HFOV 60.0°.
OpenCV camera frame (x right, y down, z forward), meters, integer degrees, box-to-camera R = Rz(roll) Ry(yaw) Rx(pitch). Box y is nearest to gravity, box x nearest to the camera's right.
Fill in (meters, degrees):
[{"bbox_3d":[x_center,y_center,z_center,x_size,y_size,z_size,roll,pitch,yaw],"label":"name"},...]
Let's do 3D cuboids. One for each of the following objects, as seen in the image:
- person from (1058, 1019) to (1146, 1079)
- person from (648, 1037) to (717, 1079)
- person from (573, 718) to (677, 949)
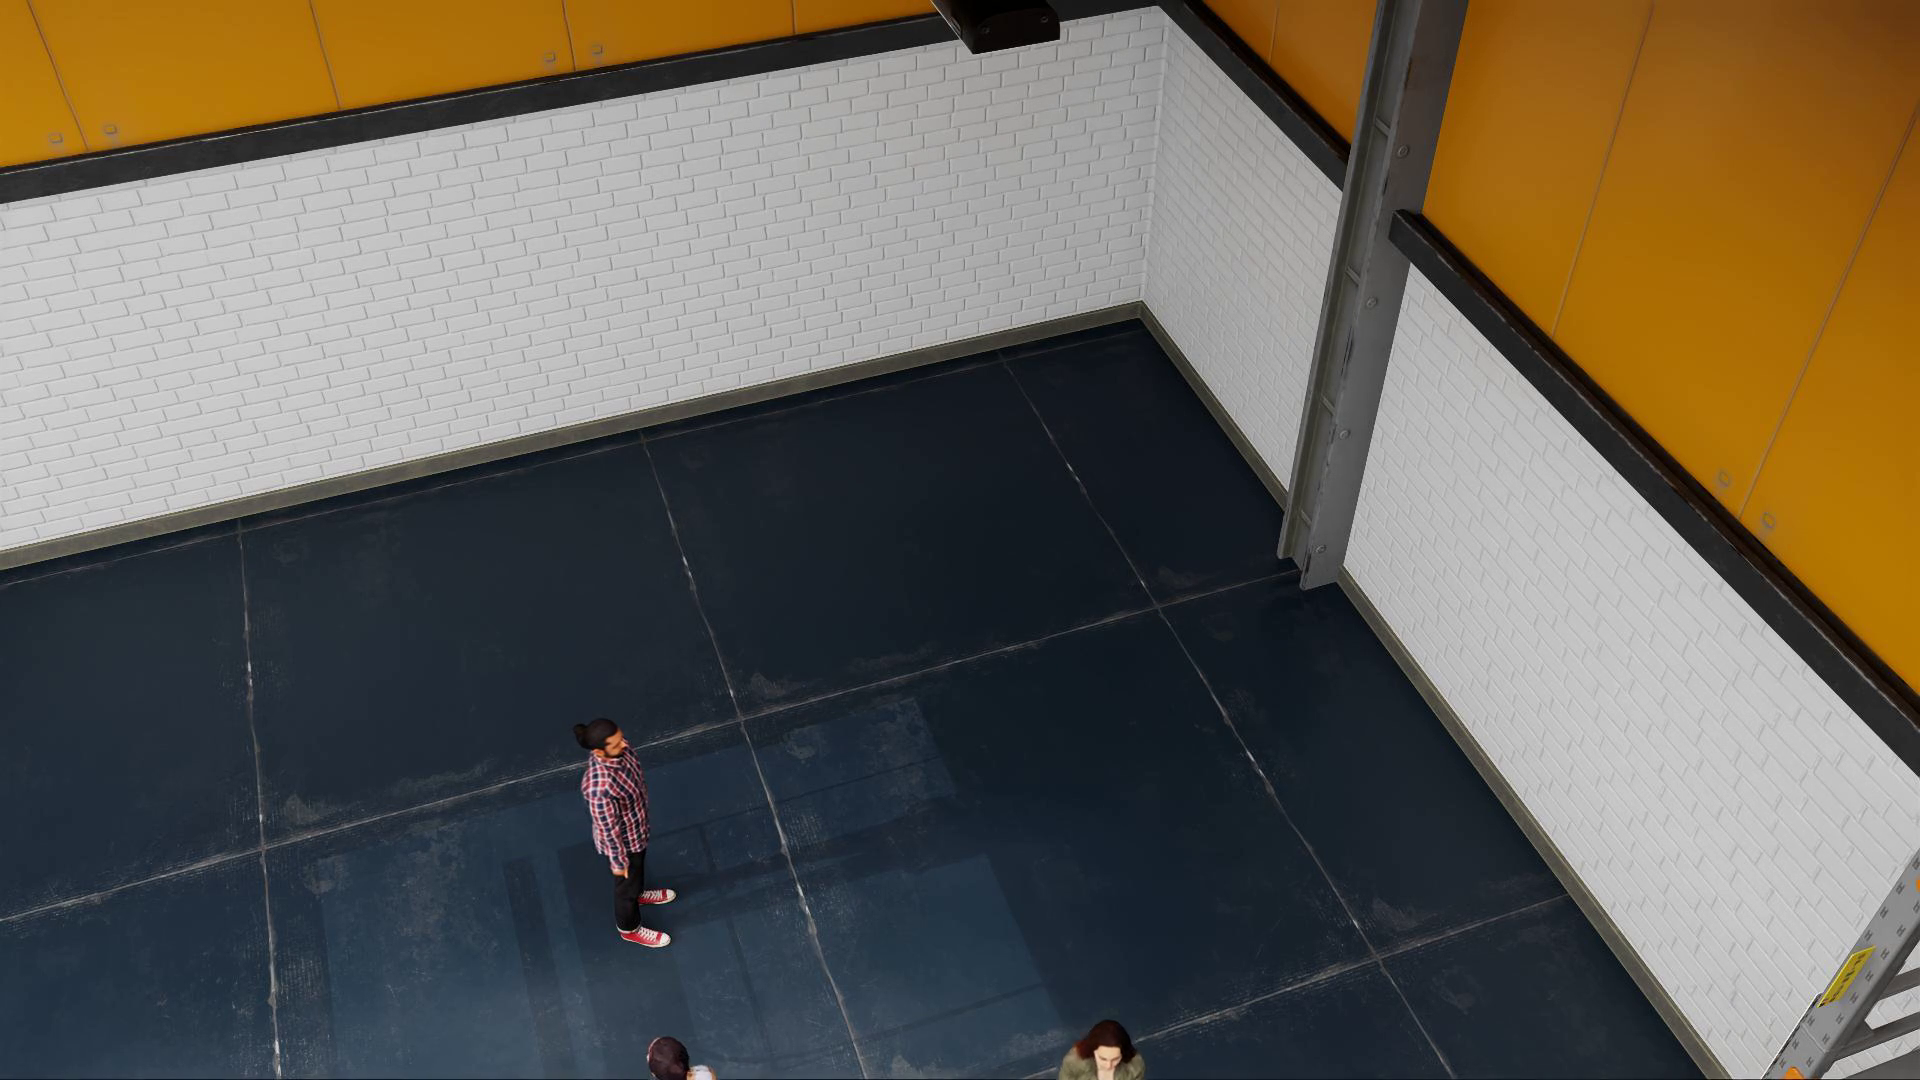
[{"bbox_3d":[0.687,2.728,8.200,0.733,1.460,0.794,6,44,7],"label":"person"},{"bbox_3d":[-1.226,2.945,7.877,0.928,1.590,0.794,31,52,28],"label":"person"},{"bbox_3d":[-1.859,1.580,9.186,0.824,1.761,0.632,-2,44,-2],"label":"person"}]
